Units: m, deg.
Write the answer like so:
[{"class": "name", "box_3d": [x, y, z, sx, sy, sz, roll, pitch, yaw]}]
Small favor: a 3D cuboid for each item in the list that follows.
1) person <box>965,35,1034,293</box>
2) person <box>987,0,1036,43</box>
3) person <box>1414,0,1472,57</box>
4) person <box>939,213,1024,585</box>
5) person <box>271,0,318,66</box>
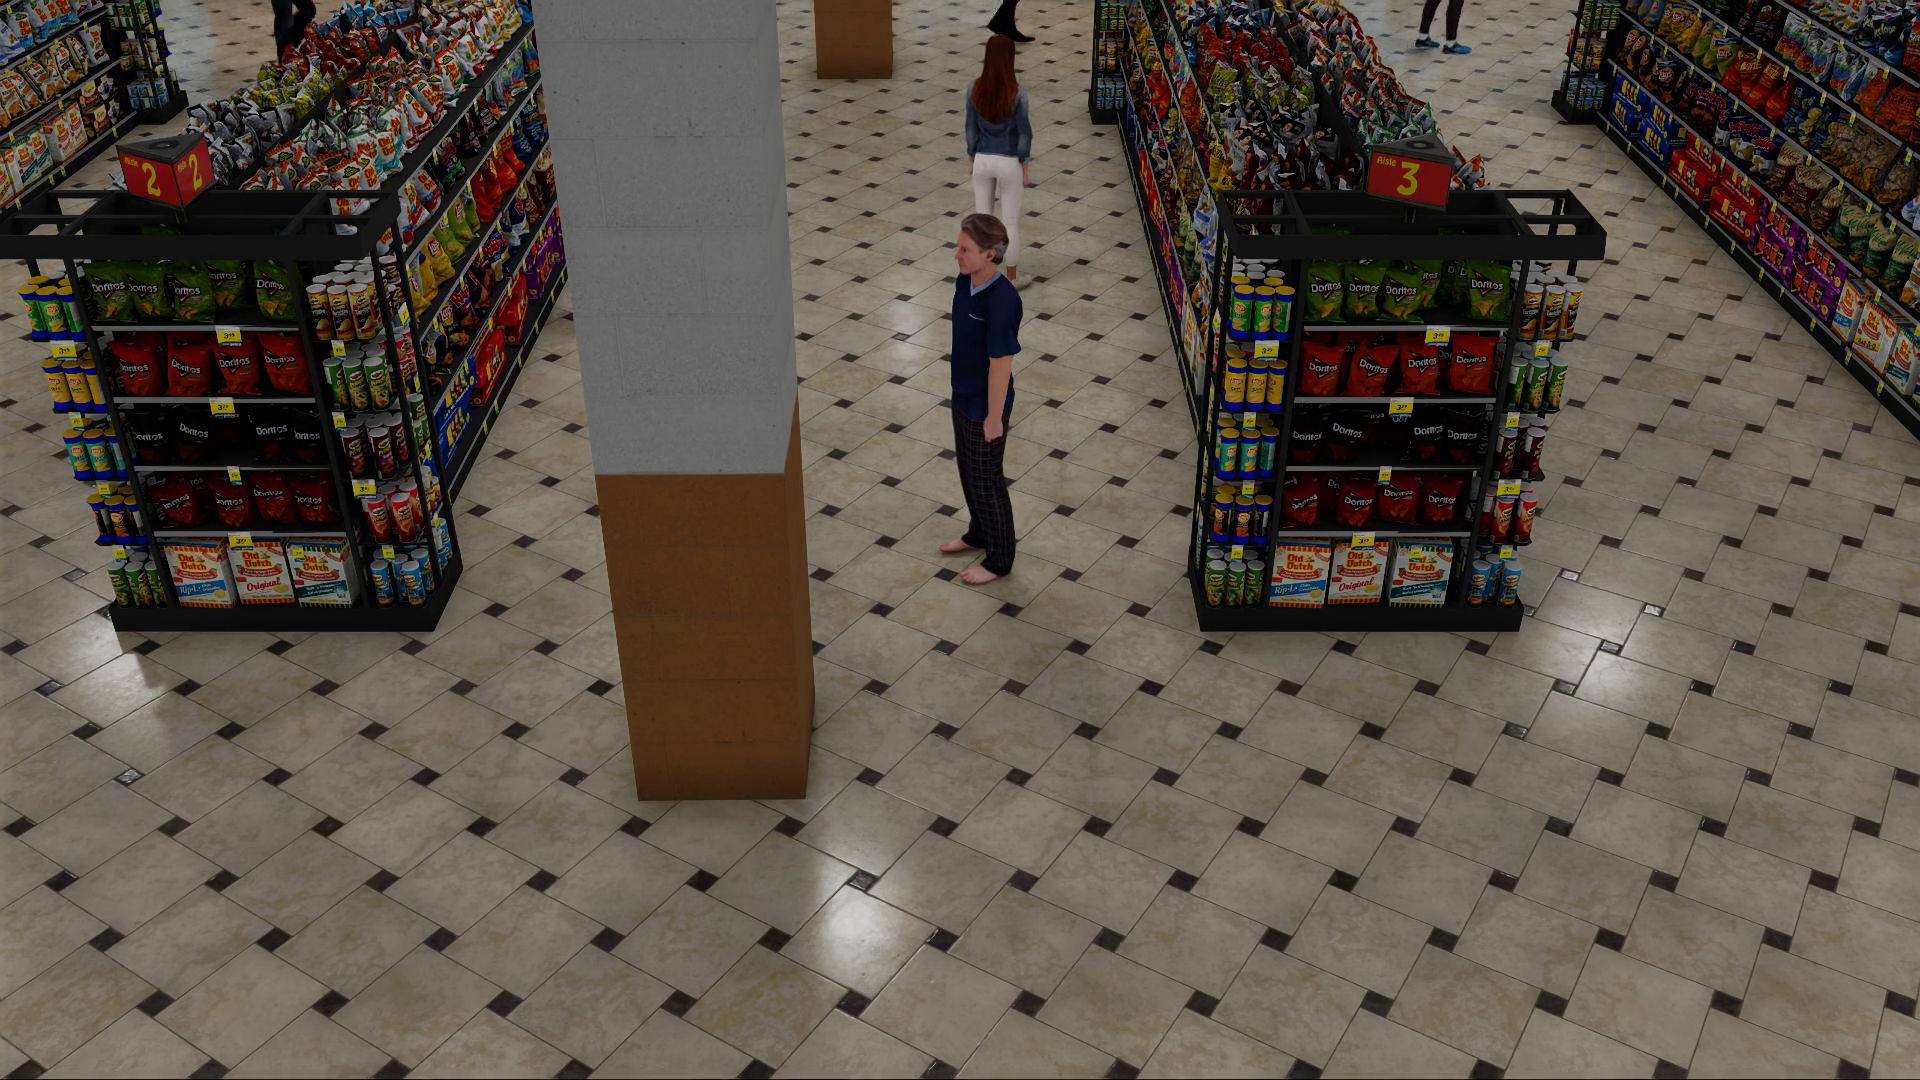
[{"class": "person", "box_3d": [0.244, -2.459, 10.966, 0.680, 1.700, 0.654, 13, 34, 20]}, {"class": "person", "box_3d": [0.441, -5.750, 16.086, 0.733, 1.880, 0.626, 1, 32, 1]}, {"class": "person", "box_3d": [4.664, -5.572, 15.846, 0.857, 1.830, 0.750, -10, 33, -16]}, {"class": "person", "box_3d": [0.113, -0.675, 7.940, 0.785, 1.869, 0.615, -11, 34, -17]}, {"class": "person", "box_3d": [-6.297, -5.151, 15.190, 0.728, 1.808, 0.595, -3, 32, -5]}]
